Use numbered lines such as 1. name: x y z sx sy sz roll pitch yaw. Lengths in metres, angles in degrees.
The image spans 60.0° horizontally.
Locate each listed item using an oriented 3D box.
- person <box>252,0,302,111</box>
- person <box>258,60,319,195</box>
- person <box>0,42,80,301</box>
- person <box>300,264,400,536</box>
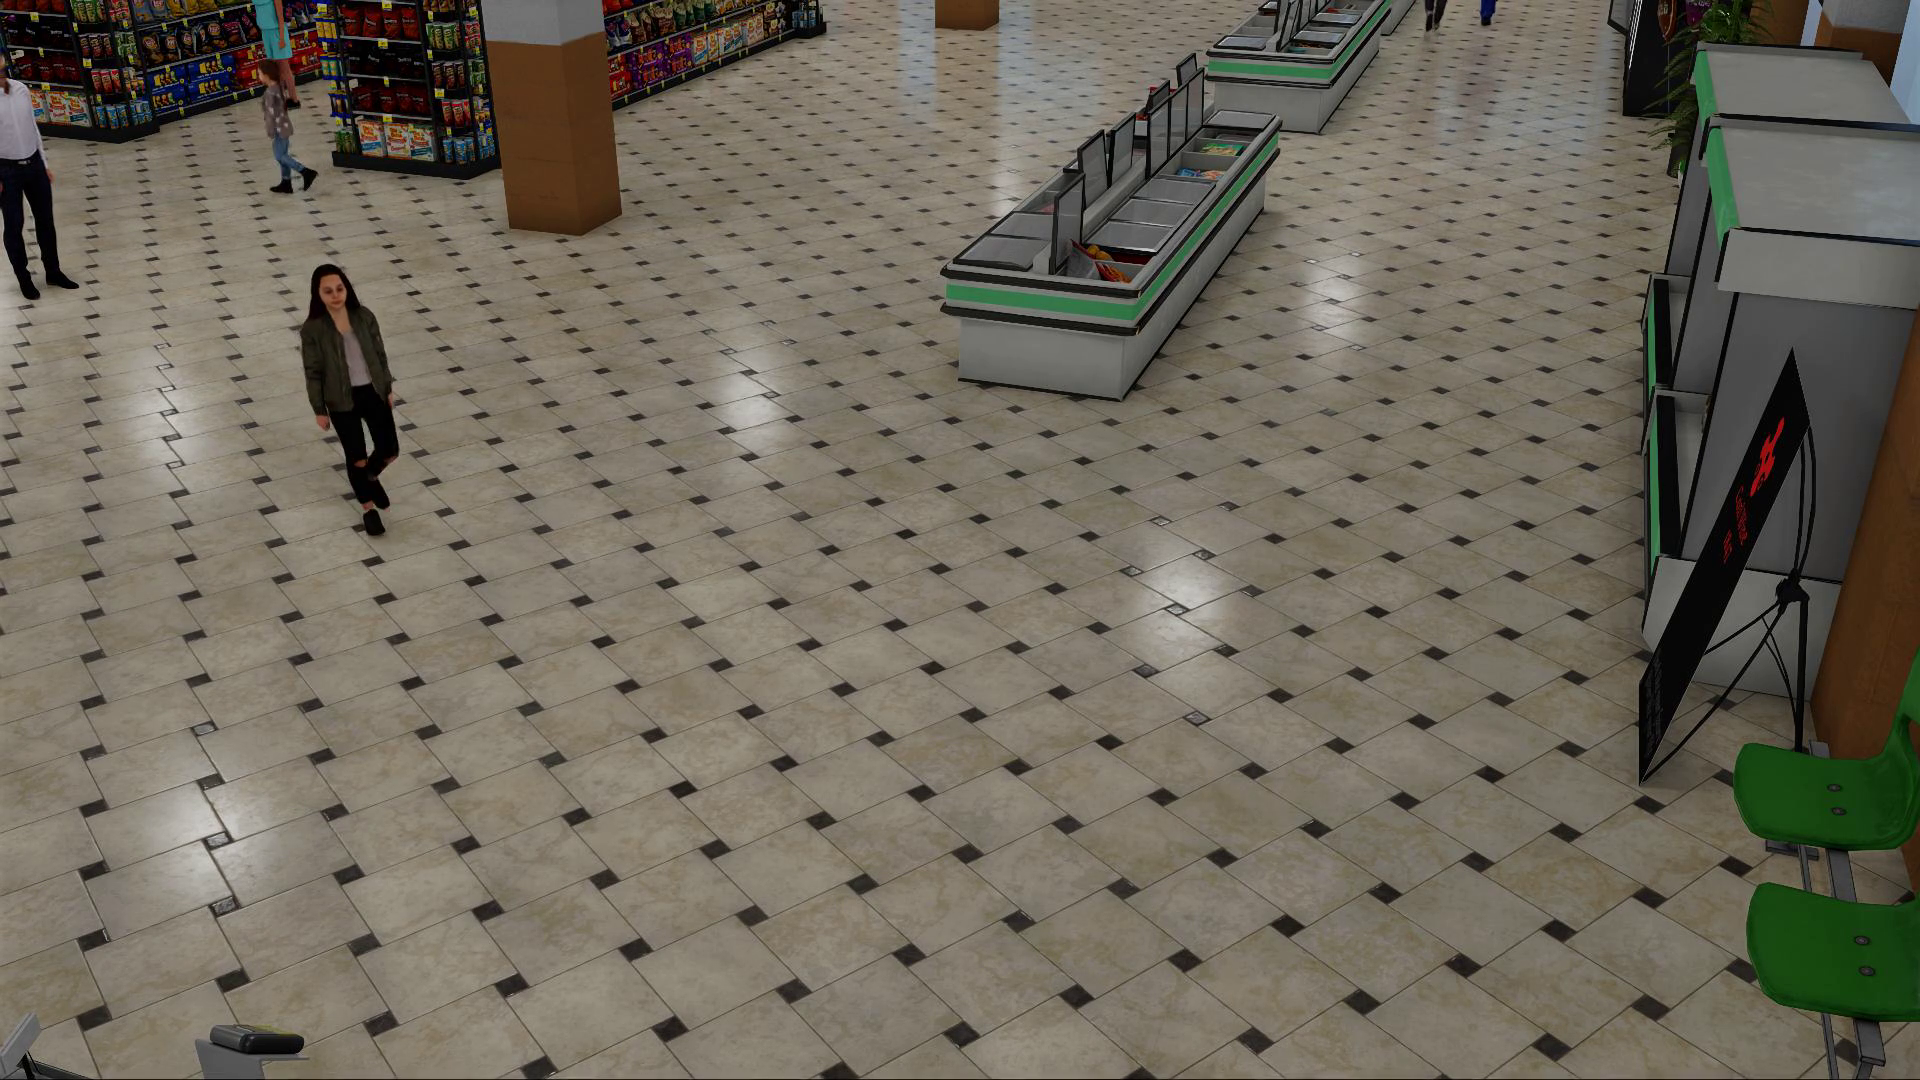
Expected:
1. person: -7.382 -5.441 17.913 0.610 1.558 0.624 19 32 32
2. person: -6.022 -3.664 14.820 0.698 1.185 0.706 -2 27 -3
3. person: -6.958 -2.755 12.272 0.735 1.868 0.587 17 32 30
4. person: -3.208 -0.752 8.767 0.739 1.466 0.804 -18 32 -32
